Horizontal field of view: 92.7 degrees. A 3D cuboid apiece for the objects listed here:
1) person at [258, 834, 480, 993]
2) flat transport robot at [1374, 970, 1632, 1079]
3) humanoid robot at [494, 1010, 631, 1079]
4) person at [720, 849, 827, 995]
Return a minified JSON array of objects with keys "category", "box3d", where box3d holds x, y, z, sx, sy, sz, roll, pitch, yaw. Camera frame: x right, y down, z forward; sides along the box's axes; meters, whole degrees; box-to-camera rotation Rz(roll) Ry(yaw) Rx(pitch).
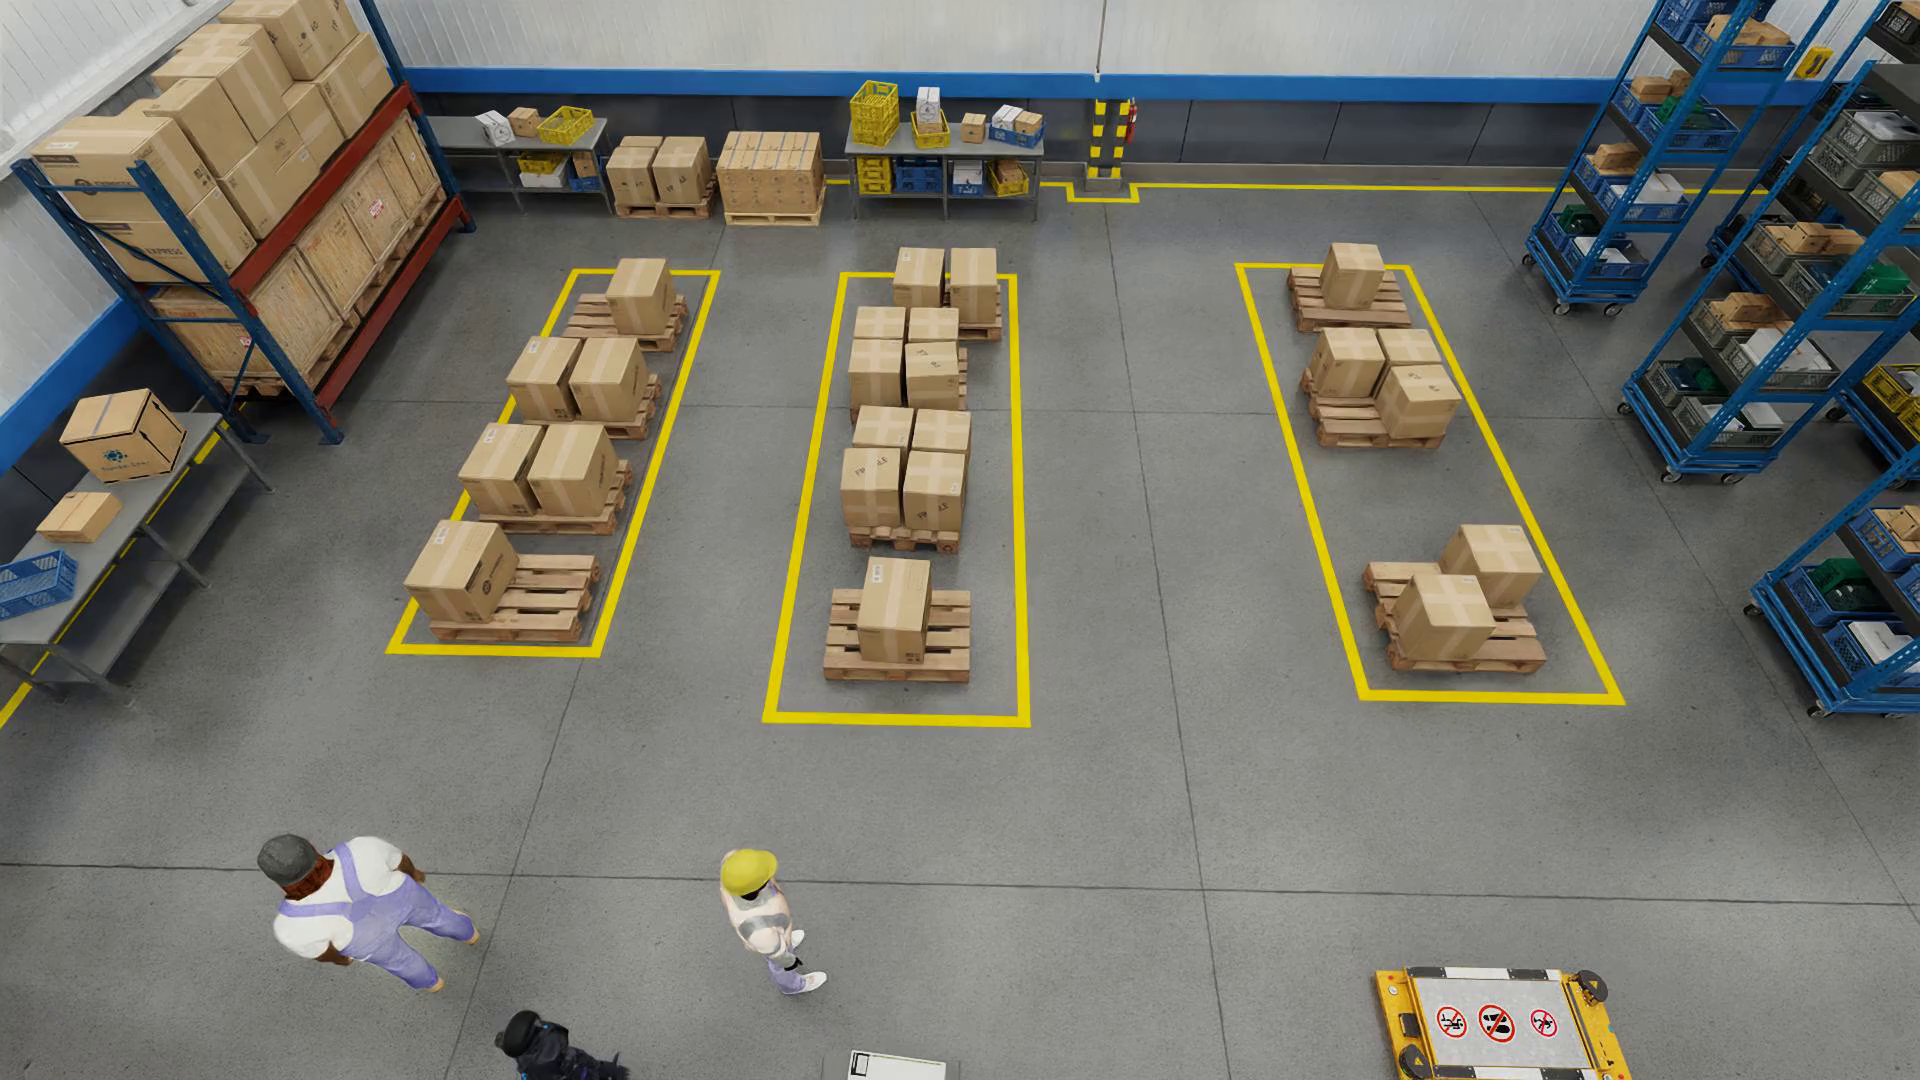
[{"category":"person","box3d":[-3.582,2.224,5.530,0.536,2.000,0.672,22,54,17]},{"category":"flat transport robot","box3d":[3.501,3.133,5.914,1.431,0.197,0.652,1,51,1]},{"category":"humanoid robot","box3d":[-2.196,2.981,5.145,0.574,1.651,0.333,9,51,7]},{"category":"person","box3d":[-1.153,2.309,5.532,0.355,1.930,0.586,-26,55,-19]}]
